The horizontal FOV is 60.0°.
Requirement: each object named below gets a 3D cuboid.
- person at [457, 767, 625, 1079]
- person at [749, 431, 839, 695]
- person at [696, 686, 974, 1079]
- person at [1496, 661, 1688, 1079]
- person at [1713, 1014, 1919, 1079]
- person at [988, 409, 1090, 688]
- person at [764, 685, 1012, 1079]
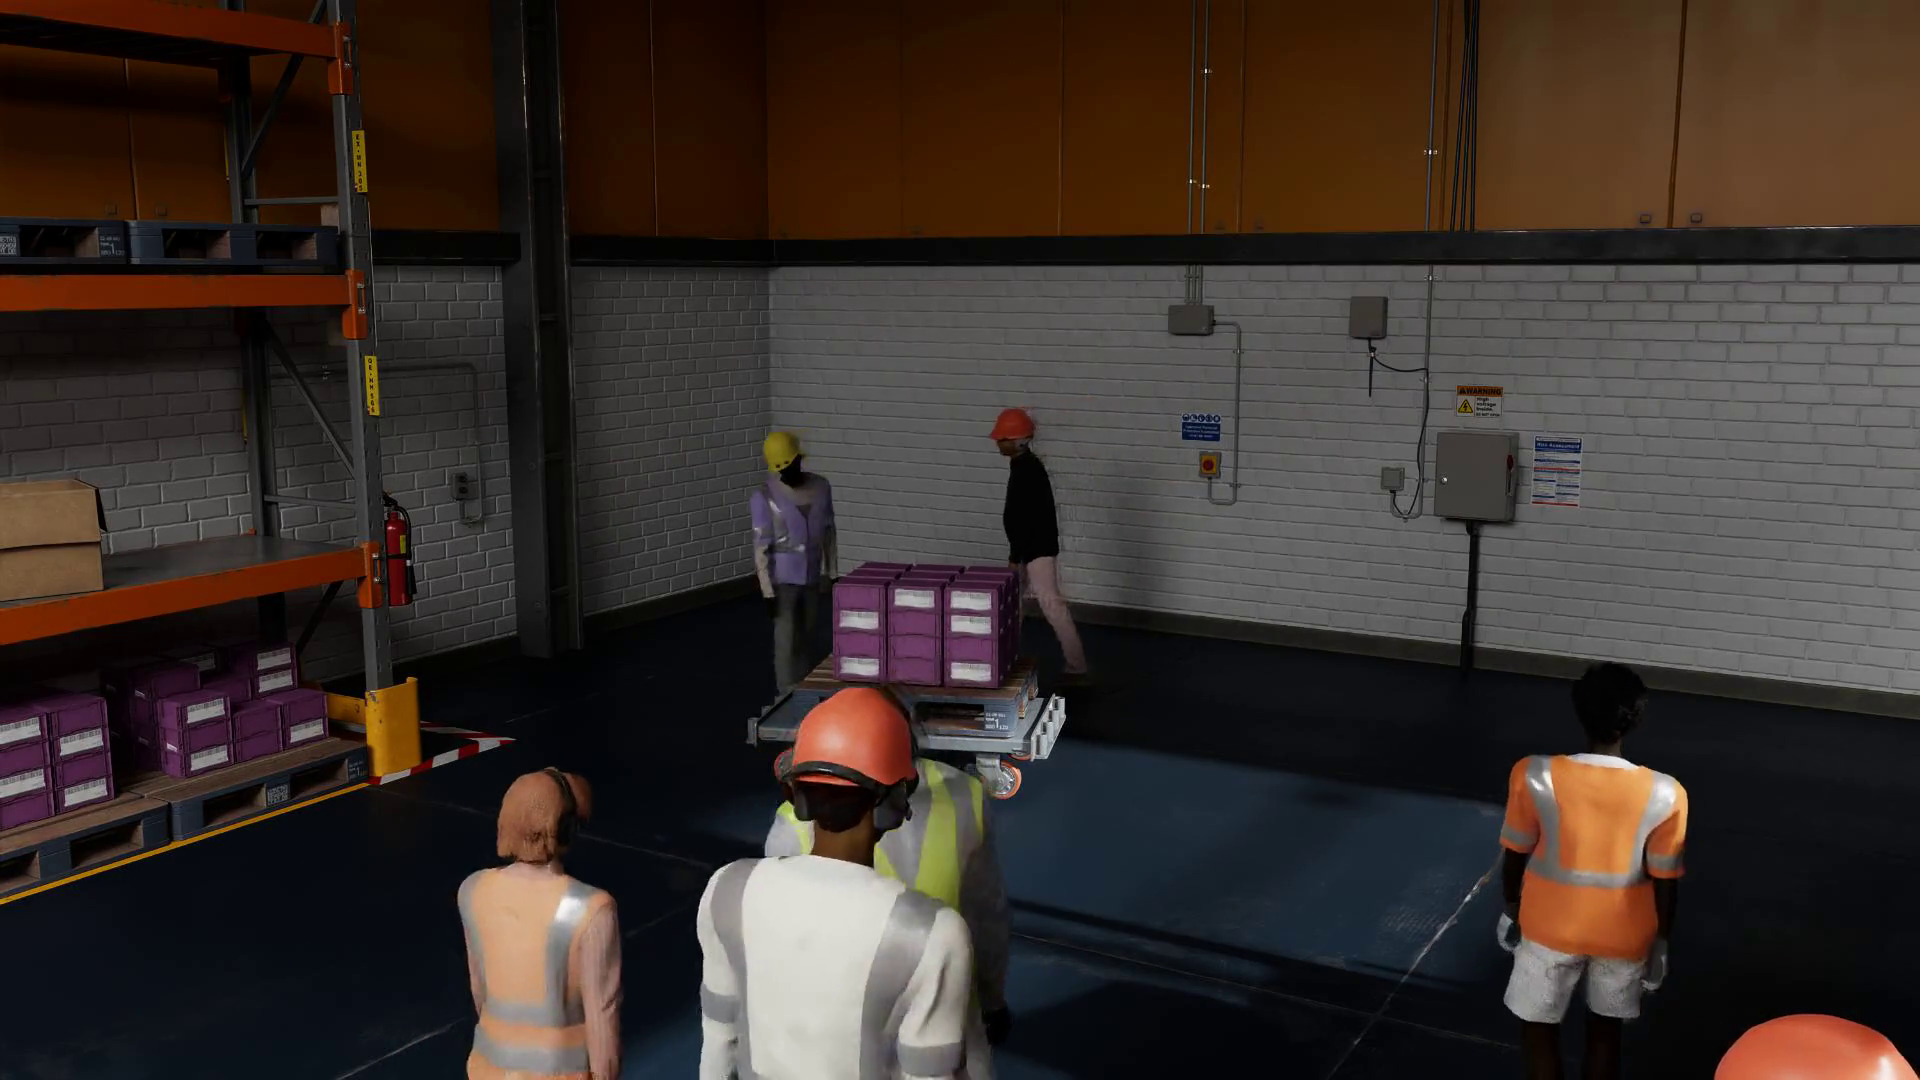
[{"bbox_3d":[-1.058,1.371,4.276,0.524,1.583,0.900,4,10,23],"label":"person"},{"bbox_3d":[-1.045,0.237,10.470,0.653,1.876,0.450,-9,13,-43],"label":"person"},{"bbox_3d":[-0.300,1.317,3.316,0.622,2.010,0.809,3,10,20],"label":"person"},{"bbox_3d":[1.909,1.202,5.047,0.539,1.675,0.708,2,9,13],"label":"person"},{"bbox_3d":[1.046,1.535,2.161,0.354,1.939,0.544,9,13,43],"label":"person"},{"bbox_3d":[0.449,0.069,11.308,0.966,1.933,0.632,0,9,-2],"label":"person"},{"bbox_3d":[-0.134,1.247,4.397,0.756,1.800,0.431,-4,10,-24],"label":"person"}]
